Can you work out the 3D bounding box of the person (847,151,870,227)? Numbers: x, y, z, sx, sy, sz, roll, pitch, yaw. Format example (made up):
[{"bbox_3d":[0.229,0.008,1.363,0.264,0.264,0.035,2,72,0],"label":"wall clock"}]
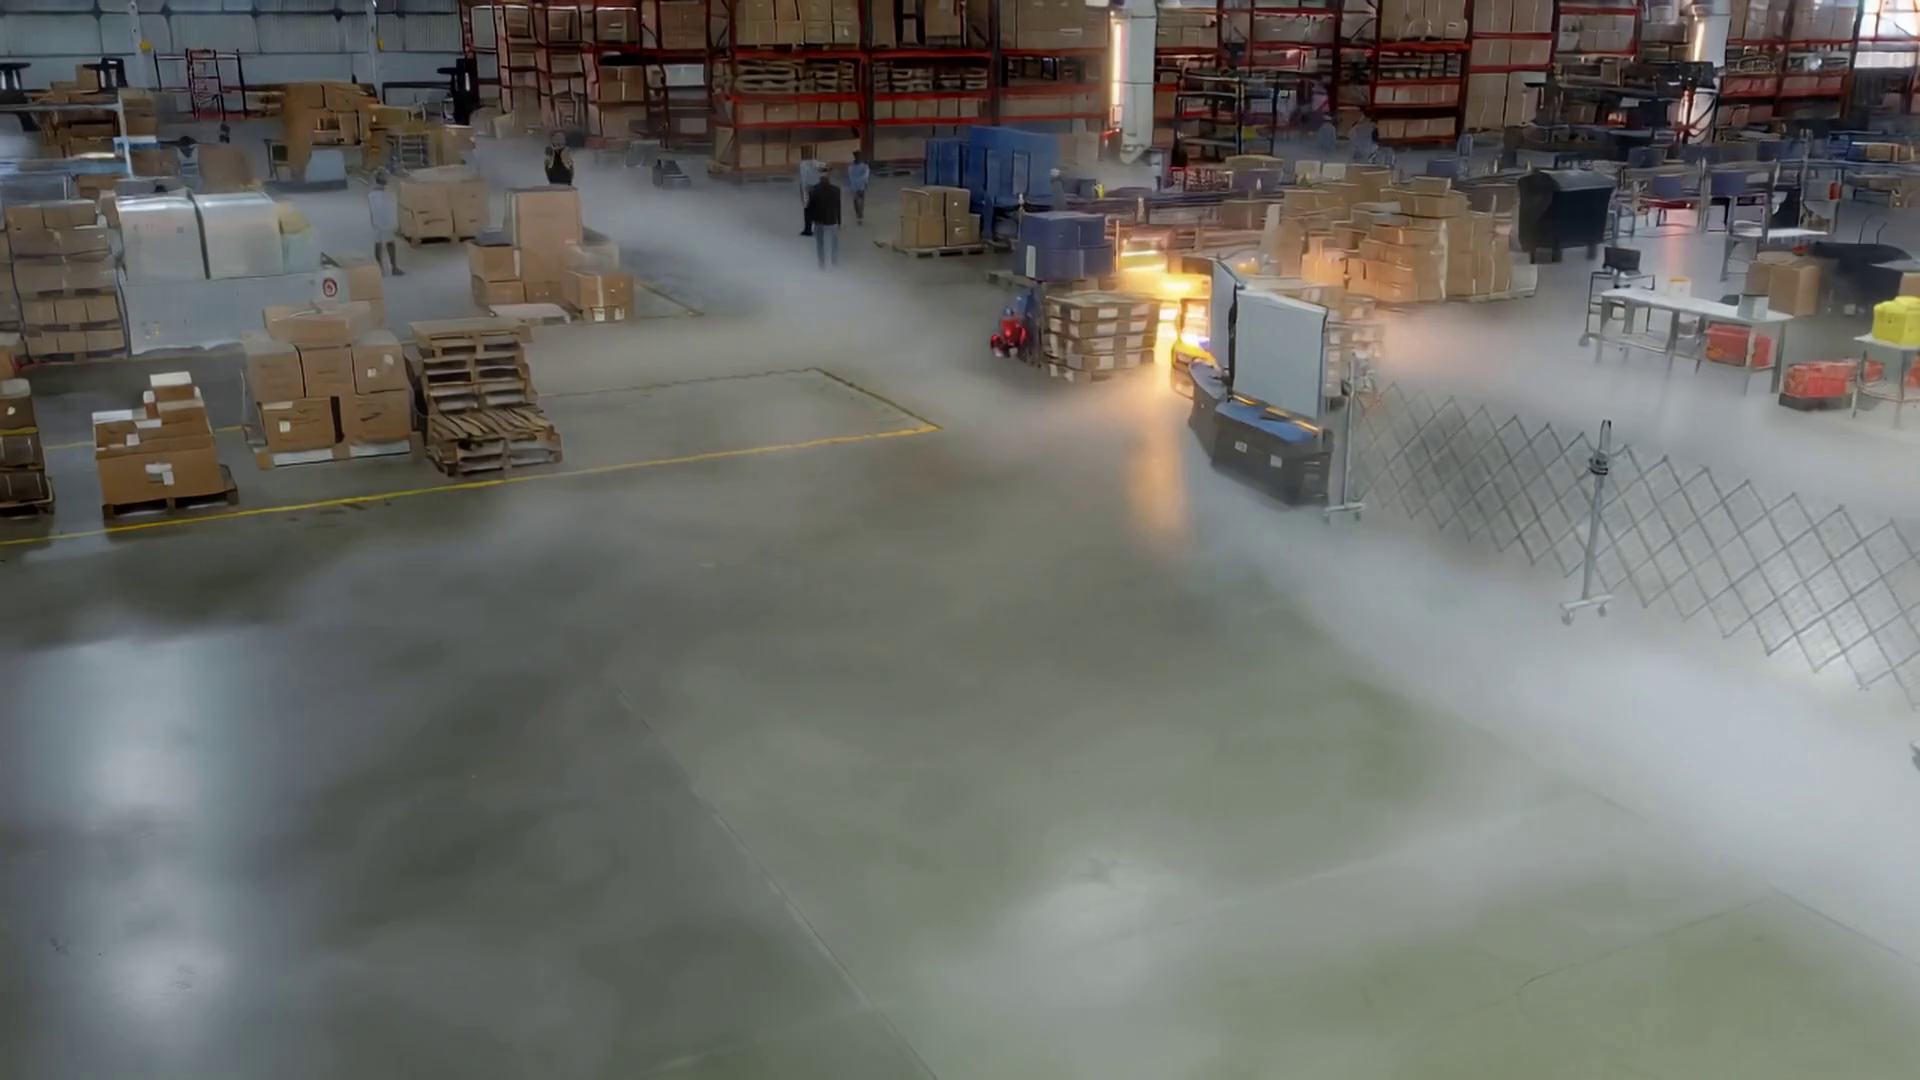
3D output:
[{"bbox_3d":[-2.281,-7.931,37.505,0.534,1.674,0.769,1,18,3],"label":"person"}]

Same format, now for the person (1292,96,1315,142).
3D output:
[{"bbox_3d":[12.538,-15.325,60.585,0.850,1.656,0.536,-6,19,-18],"label":"person"}]

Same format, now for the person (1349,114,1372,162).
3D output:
[{"bbox_3d":[11.214,-11.059,46.940,0.679,1.869,0.911,-5,18,-15],"label":"person"}]

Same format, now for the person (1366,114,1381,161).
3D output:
[{"bbox_3d":[12.387,-11.984,50.129,0.643,1.676,0.539,-14,22,-37],"label":"person"}]

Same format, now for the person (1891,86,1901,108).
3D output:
[{"bbox_3d":[36.968,-17.076,65.880,0.337,1.760,0.526,-3,18,-10],"label":"person"}]

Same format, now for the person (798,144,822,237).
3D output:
[{"bbox_3d":[-3.227,-7.482,35.633,0.613,1.964,0.361,14,22,36],"label":"person"}]

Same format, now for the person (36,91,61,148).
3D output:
[{"bbox_3d":[-31.853,-14.686,58.137,0.632,1.940,0.372,-6,19,-18],"label":"person"}]

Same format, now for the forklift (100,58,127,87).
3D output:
[{"bbox_3d":[-33.134,-17.500,65.392,1.129,2.768,1.873,7,19,21],"label":"forklift"}]

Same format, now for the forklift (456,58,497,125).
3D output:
[{"bbox_3d":[-19.308,-17.522,65.460,1.873,2.768,1.129,6,19,17],"label":"forklift"}]

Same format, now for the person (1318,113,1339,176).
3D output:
[{"bbox_3d":[10.874,-11.607,48.771,0.908,1.786,0.613,-12,21,-33],"label":"person"}]

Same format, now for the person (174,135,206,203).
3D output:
[{"bbox_3d":[-18.026,-8.528,38.993,0.629,1.900,0.449,-12,22,-34],"label":"person"}]

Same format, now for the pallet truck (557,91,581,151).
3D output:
[{"bbox_3d":[-13.495,-14.412,57.188,0.823,1.965,1.885,-3,18,-9],"label":"pallet truck"}]

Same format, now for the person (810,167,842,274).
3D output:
[{"bbox_3d":[-2.493,-5.934,30.849,0.626,1.944,1.033,2,18,6],"label":"person"}]

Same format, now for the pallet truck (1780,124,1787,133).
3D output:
[{"bbox_3d":[25.206,-12.542,52.601,1.601,1.201,0.680,0,18,-2],"label":"pallet truck"}]

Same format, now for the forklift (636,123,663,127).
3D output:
[{"bbox_3d":[-13.069,-18.236,67.687,1.873,2.768,1.129,-9,20,-26],"label":"forklift"}]

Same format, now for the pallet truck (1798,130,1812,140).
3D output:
[{"bbox_3d":[25.526,-11.556,49.408,1.630,1.274,0.653,-9,20,-26],"label":"pallet truck"}]

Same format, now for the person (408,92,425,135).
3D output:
[{"bbox_3d":[-19.096,-14.795,58.528,0.595,1.911,0.385,2,18,6],"label":"person"}]

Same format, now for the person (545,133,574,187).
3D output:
[{"bbox_3d":[-9.258,-8.447,38.522,0.679,2.000,1.052,-1,18,-2],"label":"person"}]

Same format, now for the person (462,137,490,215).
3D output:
[{"bbox_3d":[-11.601,-8.648,39.499,0.520,1.833,0.936,-16,24,-41],"label":"person"}]

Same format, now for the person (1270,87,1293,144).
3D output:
[{"bbox_3d":[11.584,-15.203,59.654,0.858,2.012,0.622,-8,20,-24],"label":"person"}]

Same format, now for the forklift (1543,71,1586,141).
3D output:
[{"bbox_3d":[18.685,-13.231,52.085,1.873,2.768,1.129,-9,20,-26],"label":"forklift"}]

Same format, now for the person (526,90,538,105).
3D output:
[{"bbox_3d":[-17.090,-17.276,66.775,0.521,1.600,0.739,5,19,16],"label":"person"}]

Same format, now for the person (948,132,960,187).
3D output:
[{"bbox_3d":[-0.141,-9.328,41.724,0.327,1.760,0.523,5,18,14],"label":"person"}]

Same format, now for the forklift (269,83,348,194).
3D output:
[{"bbox_3d":[-17.458,-10.696,44.179,1.873,2.768,1.129,-9,20,-26],"label":"forklift"}]

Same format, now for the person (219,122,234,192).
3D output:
[{"bbox_3d":[-19.271,-10.013,43.685,0.495,1.864,0.596,-11,21,-32],"label":"person"}]

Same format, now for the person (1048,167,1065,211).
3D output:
[{"bbox_3d":[1.968,-6.477,32.855,0.597,1.748,0.530,-7,19,-20],"label":"person"}]

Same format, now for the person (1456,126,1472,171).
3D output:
[{"bbox_3d":[13.882,-10.575,45.814,0.287,1.633,0.497,-14,22,-36],"label":"person"}]

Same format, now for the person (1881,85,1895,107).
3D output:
[{"bbox_3d":[35.832,-16.676,64.437,1.037,1.869,0.560,-9,20,-27],"label":"person"}]

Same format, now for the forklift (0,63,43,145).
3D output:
[{"bbox_3d":[-34.234,-15.639,59.592,1.129,2.768,1.873,3,18,9],"label":"forklift"}]

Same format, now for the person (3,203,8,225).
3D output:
[{"bbox_3d":[-18.500,-6.187,31.821,0.525,1.827,0.517,2,18,6],"label":"person"}]

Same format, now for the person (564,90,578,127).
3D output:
[{"bbox_3d":[-14.378,-15.685,61.410,0.429,1.844,0.625,9,20,25],"label":"person"}]

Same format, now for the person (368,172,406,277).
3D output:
[{"bbox_3d":[-10.557,-5.752,30.382,0.571,1.896,0.361,10,20,28],"label":"person"}]

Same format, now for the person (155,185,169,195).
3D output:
[{"bbox_3d":[-13.817,-5.245,28.914,1.001,1.830,0.531,6,19,18],"label":"person"}]
